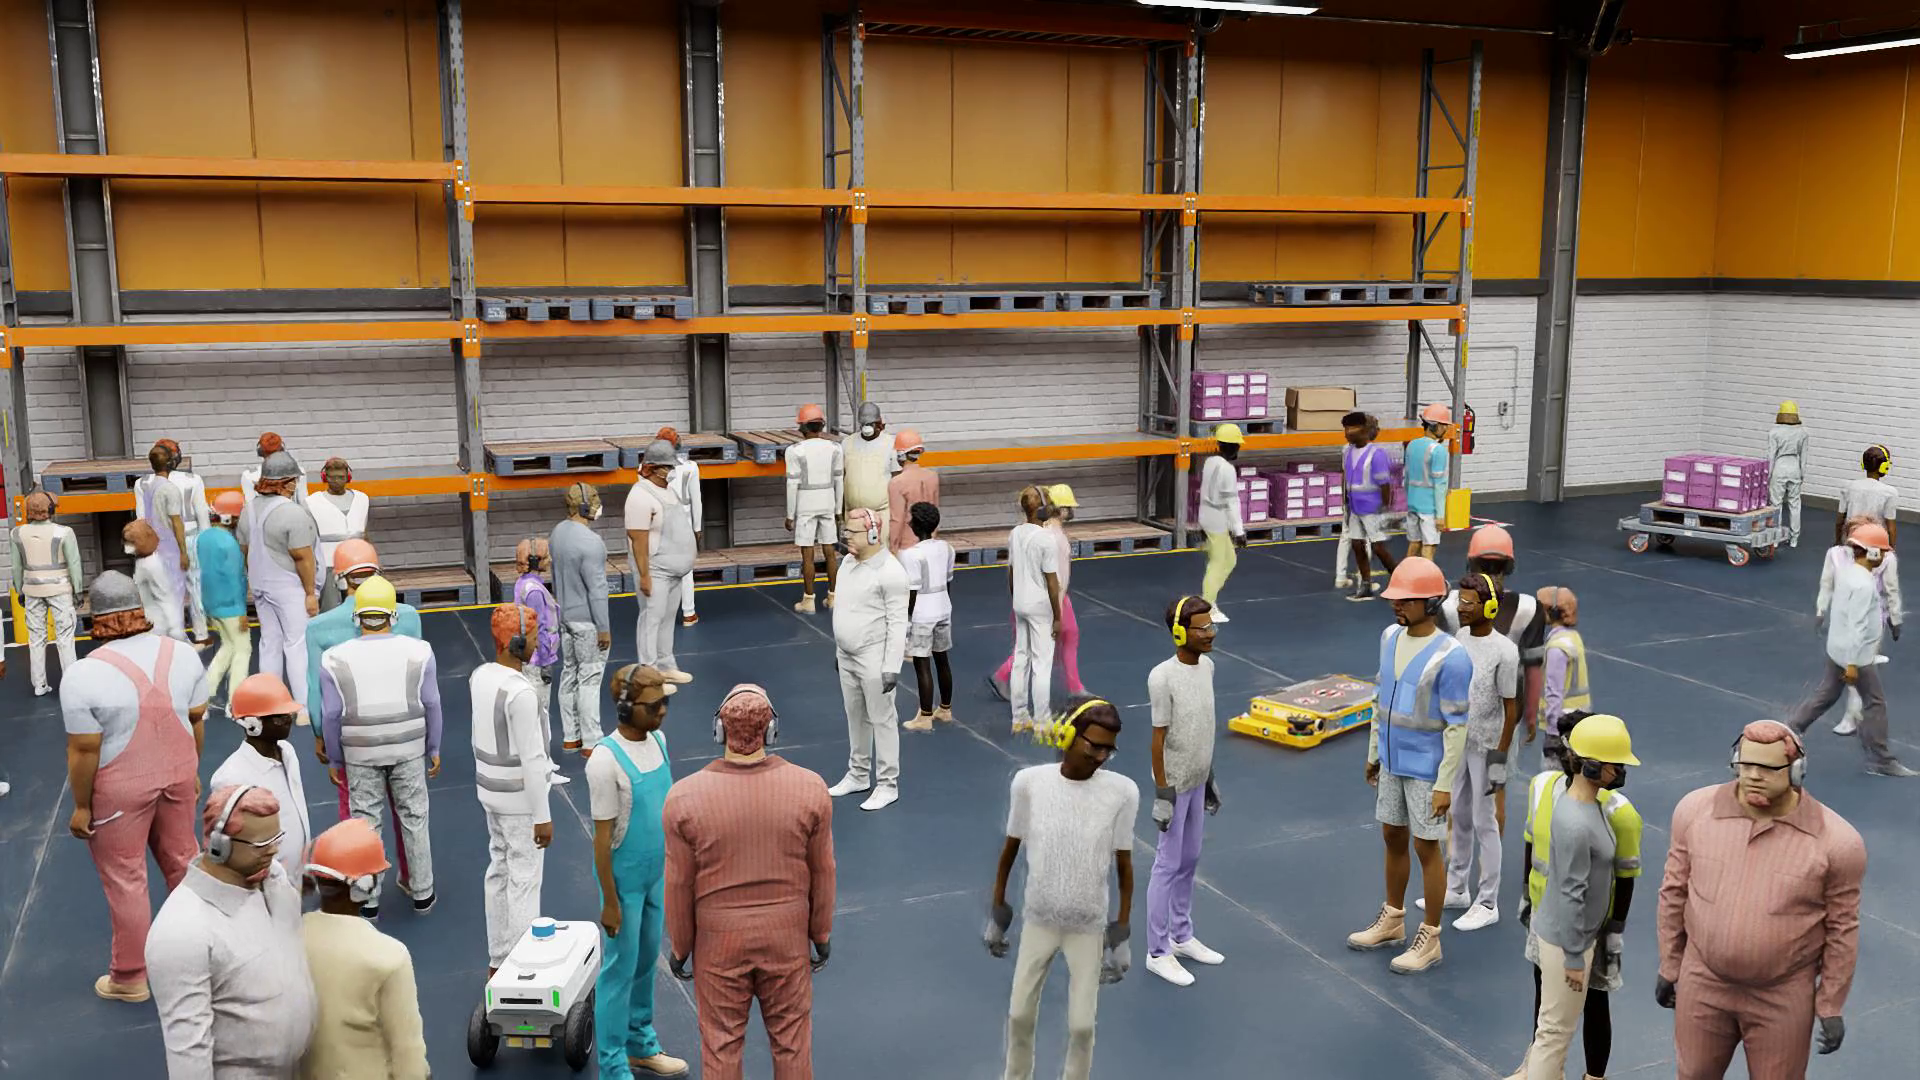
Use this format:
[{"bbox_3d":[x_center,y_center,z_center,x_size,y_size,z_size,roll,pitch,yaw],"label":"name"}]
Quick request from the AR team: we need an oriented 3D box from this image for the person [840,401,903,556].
[{"bbox_3d":[-0.915,-0.388,16.648,0.683,2.000,0.535,3,10,17],"label":"person"}]

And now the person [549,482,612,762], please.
[{"bbox_3d":[-2.594,0.558,11.490,0.364,1.939,0.636,-8,13,-39],"label":"person"}]

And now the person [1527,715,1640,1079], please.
[{"bbox_3d":[2.397,1.529,6.427,0.338,1.761,0.525,5,11,25],"label":"person"}]

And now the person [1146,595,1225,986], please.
[{"bbox_3d":[1.098,1.189,8.045,0.329,1.877,0.508,7,12,37],"label":"person"}]

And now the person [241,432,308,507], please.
[{"bbox_3d":[-6.193,-0.040,15.094,0.584,1.883,0.339,-8,13,-38],"label":"person"}]

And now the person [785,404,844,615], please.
[{"bbox_3d":[-1.429,-0.299,16.142,0.609,2.039,0.406,-6,11,-30],"label":"person"}]

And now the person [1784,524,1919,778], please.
[{"bbox_3d":[5.989,0.726,11.215,0.897,1.703,0.565,3,10,17],"label":"person"}]

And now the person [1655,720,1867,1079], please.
[{"bbox_3d":[2.762,1.556,5.834,0.642,1.910,0.401,8,12,37],"label":"person"}]

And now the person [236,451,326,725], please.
[{"bbox_3d":[-4.998,0.348,12.408,0.676,2.000,0.536,6,11,31],"label":"person"}]

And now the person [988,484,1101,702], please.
[{"bbox_3d":[0.649,0.422,12.885,0.823,1.740,0.531,1,10,8],"label":"person"}]

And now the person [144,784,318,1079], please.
[{"bbox_3d":[-2.196,1.675,5.171,0.403,1.899,0.651,1,10,4],"label":"person"}]

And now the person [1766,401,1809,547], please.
[{"bbox_3d":[9.811,-0.786,19.802,0.493,1.740,0.325,0,10,-1],"label":"person"}]

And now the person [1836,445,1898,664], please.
[{"bbox_3d":[7.733,0.122,14.203,0.313,1.869,0.528,-6,12,-32],"label":"person"}]

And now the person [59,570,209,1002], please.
[{"bbox_3d":[-3.921,1.138,7.854,0.536,2.000,0.684,6,11,31],"label":"person"}]

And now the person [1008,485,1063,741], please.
[{"bbox_3d":[0.553,0.523,11.961,0.345,1.847,0.507,-7,12,-37],"label":"person"}]

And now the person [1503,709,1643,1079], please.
[{"bbox_3d":[2.474,1.507,6.712,0.322,1.699,0.535,-5,11,-29],"label":"person"}]

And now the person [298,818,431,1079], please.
[{"bbox_3d":[-1.977,1.747,5.317,0.571,1.711,0.825,4,11,24],"label":"person"}]

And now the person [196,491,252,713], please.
[{"bbox_3d":[-5.538,0.486,12.548,0.587,1.718,0.423,8,12,37],"label":"person"}]

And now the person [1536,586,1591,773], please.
[{"bbox_3d":[3.425,1.068,9.489,0.354,1.615,0.520,5,11,26],"label":"person"}]

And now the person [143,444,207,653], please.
[{"bbox_3d":[-6.881,0.085,14.479,0.521,1.845,0.331,7,12,36],"label":"person"}]

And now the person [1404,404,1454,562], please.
[{"bbox_3d":[4.575,-0.315,16.246,0.404,2.035,0.609,-3,10,-16],"label":"person"}]

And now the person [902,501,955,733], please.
[{"bbox_3d":[-0.245,0.560,12.175,0.317,1.695,0.540,7,12,36],"label":"person"}]

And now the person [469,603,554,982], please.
[{"bbox_3d":[-2.079,1.222,7.813,0.346,1.886,0.584,-8,13,-39],"label":"person"}]

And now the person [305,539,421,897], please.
[{"bbox_3d":[-3.182,0.977,8.952,0.618,1.986,0.407,-5,11,-27],"label":"person"}]

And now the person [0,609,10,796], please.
[{"bbox_3d":[-6.373,0.738,10.512,0.597,1.918,0.379,-4,11,-22],"label":"person"}]

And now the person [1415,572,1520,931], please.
[{"bbox_3d":[2.662,1.087,8.640,0.328,1.873,0.519,-3,10,-19],"label":"person"}]

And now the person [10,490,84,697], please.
[{"bbox_3d":[-7.173,0.428,13.101,0.524,1.639,0.308,0,10,-3],"label":"person"}]

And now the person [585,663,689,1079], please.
[{"bbox_3d":[-1.338,1.406,6.874,0.336,1.844,0.508,3,10,18],"label":"person"}]

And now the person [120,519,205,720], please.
[{"bbox_3d":[-5.825,0.614,12.182,0.493,1.594,0.622,-5,11,-25],"label":"person"}]

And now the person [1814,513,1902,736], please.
[{"bbox_3d":[6.514,0.611,12.142,0.700,1.613,0.519,-6,11,-30],"label":"person"}]

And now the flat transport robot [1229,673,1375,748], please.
[{"bbox_3d":[2.693,1.244,12.340,1.431,0.197,0.652,-9,14,-43],"label":"flat transport robot"}]

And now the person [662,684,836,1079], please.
[{"bbox_3d":[-0.790,1.479,6.279,0.645,1.908,0.408,-2,10,-14],"label":"person"}]

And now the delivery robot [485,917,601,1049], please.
[{"bbox_3d":[-1.838,1.918,7.372,0.477,0.478,0.707,0,10,2],"label":"delivery robot"}]

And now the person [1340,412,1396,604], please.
[{"bbox_3d":[4.124,-0.327,16.632,0.669,1.927,0.668,-5,11,-24],"label":"person"}]

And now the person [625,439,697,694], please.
[{"bbox_3d":[-2.369,0.197,13.278,0.535,2.000,0.690,2,10,12],"label":"person"}]

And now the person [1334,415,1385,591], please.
[{"bbox_3d":[4.170,-0.379,17.219,0.363,1.834,0.522,-10,14,-44],"label":"person"}]

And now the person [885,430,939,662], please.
[{"bbox_3d":[-0.456,0.058,14.310,0.544,1.995,0.635,8,12,37],"label":"person"}]

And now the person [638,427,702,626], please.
[{"bbox_3d":[-2.701,-0.120,15.559,0.574,1.883,0.356,-1,10,-8],"label":"person"}]

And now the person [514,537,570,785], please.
[{"bbox_3d":[-2.792,0.796,10.981,0.308,1.641,0.514,-4,11,-24],"label":"person"}]

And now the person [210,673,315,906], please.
[{"bbox_3d":[-2.904,1.420,7.043,0.321,1.756,0.563,0,10,2],"label":"person"}]

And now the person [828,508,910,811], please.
[{"bbox_3d":[-0.603,0.743,10.518,0.407,1.910,0.638,-8,13,-38],"label":"person"}]

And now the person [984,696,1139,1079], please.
[{"bbox_3d":[0.333,1.492,6.454,0.699,1.839,0.302,2,10,11],"label":"person"}]

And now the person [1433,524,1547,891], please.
[{"bbox_3d":[2.883,0.924,9.153,0.606,2.027,0.487,4,11,23],"label":"person"}]

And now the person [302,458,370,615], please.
[{"bbox_3d":[-5.083,0.236,13.639,0.390,1.837,0.565,8,13,38],"label":"person"}]

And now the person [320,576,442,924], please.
[{"bbox_3d":[-3.015,1.094,8.709,0.591,1.833,0.403,-4,11,-22],"label":"person"}]

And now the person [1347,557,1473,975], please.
[{"bbox_3d":[2.199,1.089,8.132,0.375,2.044,0.607,-5,11,-25],"label":"person"}]

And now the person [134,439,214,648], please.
[{"bbox_3d":[-6.866,0.051,14.562,0.573,1.886,0.353,-3,10,-18],"label":"person"}]

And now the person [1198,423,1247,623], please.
[{"bbox_3d":[2.450,-0.148,15.672,0.468,1.904,0.603,-1,10,-4],"label":"person"}]
